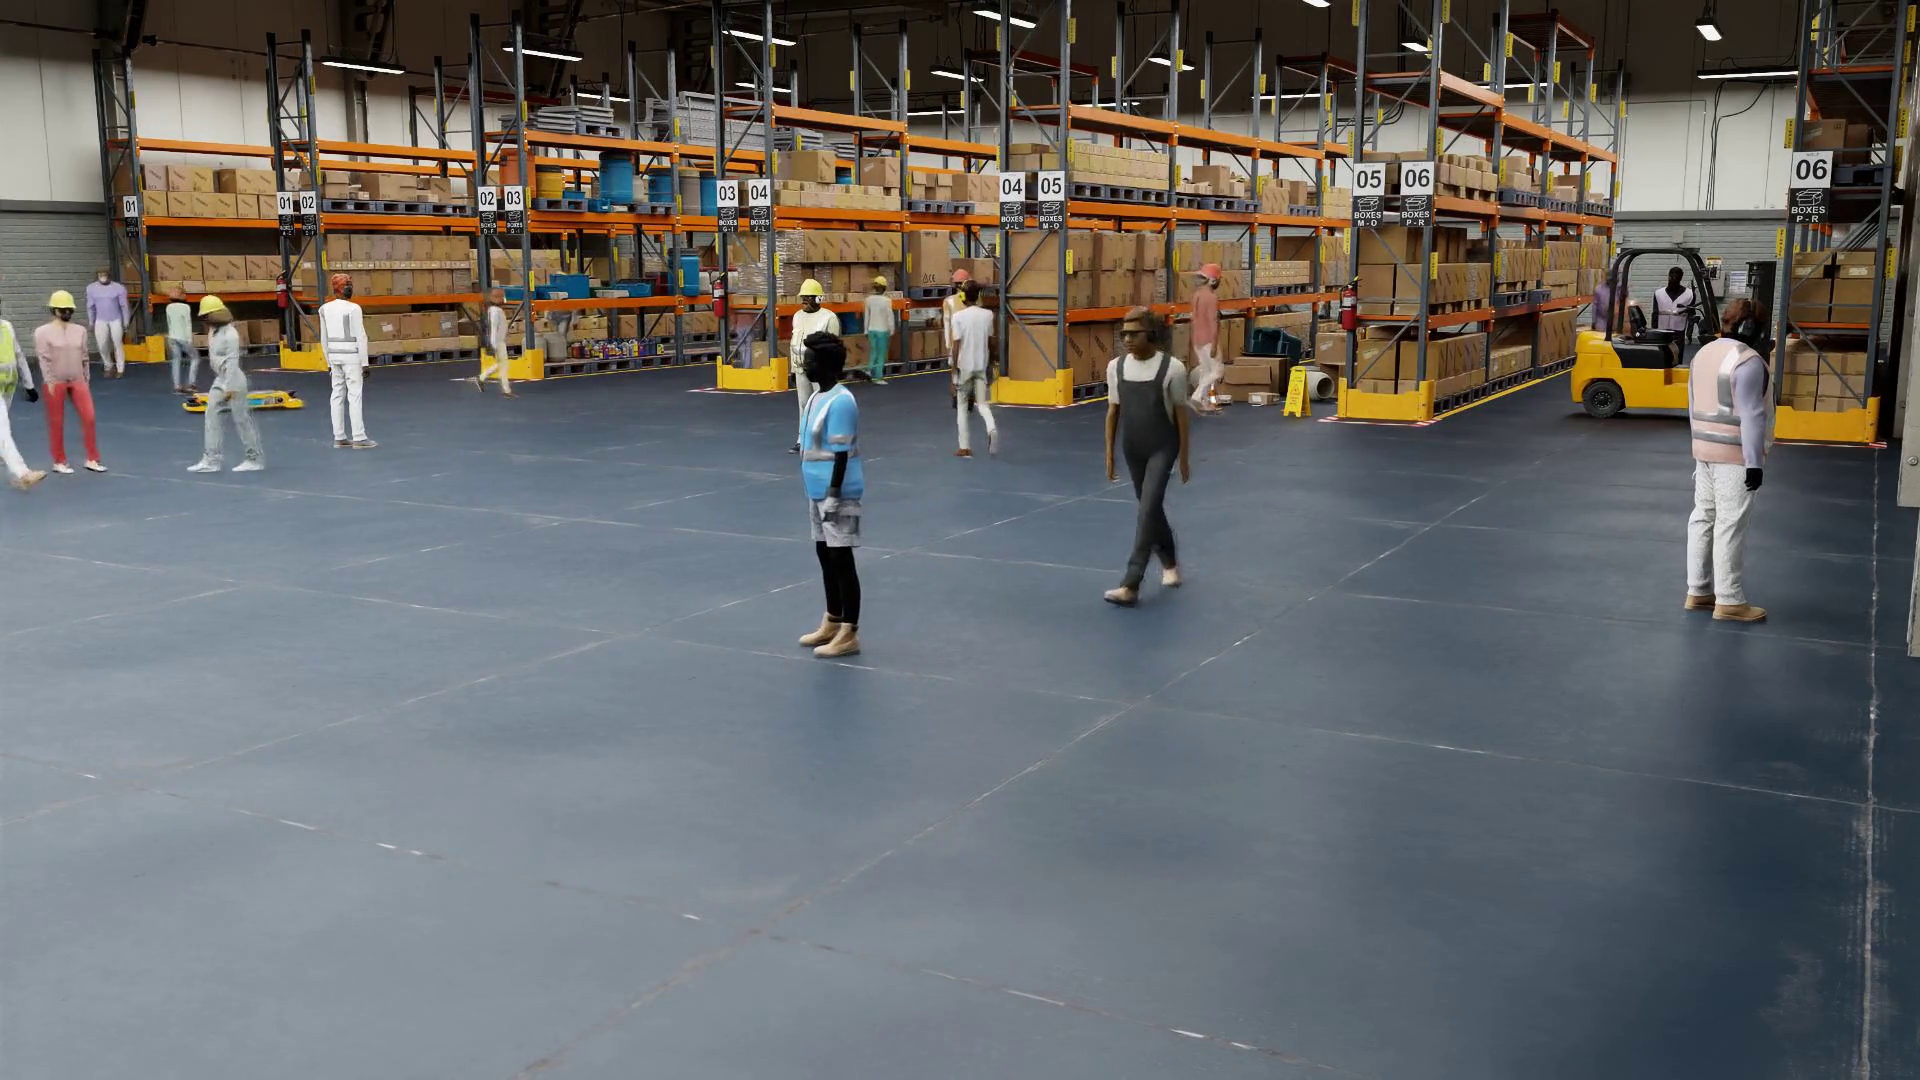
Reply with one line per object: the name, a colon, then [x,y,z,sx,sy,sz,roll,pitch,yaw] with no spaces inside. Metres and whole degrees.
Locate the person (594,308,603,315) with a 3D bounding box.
person: [-8.513,-5.643,39.498,0.603,1.966,0.368,9,13,41]

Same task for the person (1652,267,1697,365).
person: [10.510,-3.062,24.534,0.590,1.917,0.397,6,11,30]

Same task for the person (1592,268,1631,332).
person: [11.651,-3.926,29.770,0.661,1.862,0.985,5,11,27]

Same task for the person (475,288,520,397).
person: [-6.825,-2.892,24.424,0.605,1.616,0.503,-1,10,-5]

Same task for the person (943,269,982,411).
person: [0.047,-2.683,22.361,0.545,1.911,0.845,-1,10,-5]

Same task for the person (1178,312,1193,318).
person: [5.548,-5.705,40.360,1.010,1.807,0.545,5,11,28]

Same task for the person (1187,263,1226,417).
person: [3.177,-2.547,21.320,0.526,1.981,0.644,-3,10,-17]

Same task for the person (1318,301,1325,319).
person: [8.642,-5.701,39.674,0.481,2.020,0.605,3,10,16]

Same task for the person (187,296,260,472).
person: [-7.052,-1.469,15.840,0.533,1.688,0.764,8,12,38]

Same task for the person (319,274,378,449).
person: [-6.607,-1.917,17.928,0.576,1.882,0.355,4,10,22]

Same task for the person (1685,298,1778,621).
person: [4.433,-0.465,9.560,0.429,1.839,0.623,-1,10,-6]

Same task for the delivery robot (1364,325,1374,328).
delivery robot: [9.399,-4.727,37.986,0.477,0.478,0.707,-3,10,-20]

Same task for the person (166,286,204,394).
person: [-11.685,-3.011,25.063,0.513,1.614,0.545,4,10,22]

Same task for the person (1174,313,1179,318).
person: [5.174,-5.632,40.533,0.552,1.593,0.781,1,10,7]

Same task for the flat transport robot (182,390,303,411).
flat transport robot: [-9.686,-1.885,22.446,1.431,0.197,0.652,-6,11,-30]

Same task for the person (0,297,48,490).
person: [-8.575,-1.341,14.834,0.952,1.792,0.617,2,10,9]

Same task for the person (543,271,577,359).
person: [-7.524,-4.177,31.440,0.589,1.794,0.917,4,10,21]

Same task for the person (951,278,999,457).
person: [0.153,-1.742,16.985,0.522,1.856,0.696,-4,11,-25]

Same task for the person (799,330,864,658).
person: [-0.675,-0.242,8.685,0.319,1.692,0.529,-4,11,-23]

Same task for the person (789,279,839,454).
person: [-1.543,-1.798,17.372,0.589,1.834,0.403,6,11,32]

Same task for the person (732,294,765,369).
person: [-3.614,-3.673,28.634,0.549,1.736,0.783,3,10,15]

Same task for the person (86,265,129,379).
person: [-14.345,-3.662,28.044,0.670,1.910,0.571,-2,10,-14]

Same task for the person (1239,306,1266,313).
person: [6.368,-5.061,36.309,0.657,1.885,0.657,8,12,37]

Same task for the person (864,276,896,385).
person: [-1.283,-3.360,26.741,0.536,1.752,0.363,7,12,36]

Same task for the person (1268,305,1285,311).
person: [7.756,-5.816,40.768,0.986,1.889,0.553,7,12,35]

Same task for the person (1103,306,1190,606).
person: [1.155,-0.530,10.136,0.518,1.786,1.036,6,11,32]

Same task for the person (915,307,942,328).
person: [-0.758,-5.281,37.542,0.585,1.902,0.829,5,11,25]

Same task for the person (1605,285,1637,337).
person: [11.030,-3.458,27.752,0.523,1.606,0.808,6,12,33]

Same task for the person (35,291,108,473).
person: [-8.438,-1.480,15.776,0.697,1.741,0.526,7,12,35]

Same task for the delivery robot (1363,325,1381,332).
delivery robot: [9.404,-4.631,37.417,0.707,0.478,0.477,-2,10,-11]
